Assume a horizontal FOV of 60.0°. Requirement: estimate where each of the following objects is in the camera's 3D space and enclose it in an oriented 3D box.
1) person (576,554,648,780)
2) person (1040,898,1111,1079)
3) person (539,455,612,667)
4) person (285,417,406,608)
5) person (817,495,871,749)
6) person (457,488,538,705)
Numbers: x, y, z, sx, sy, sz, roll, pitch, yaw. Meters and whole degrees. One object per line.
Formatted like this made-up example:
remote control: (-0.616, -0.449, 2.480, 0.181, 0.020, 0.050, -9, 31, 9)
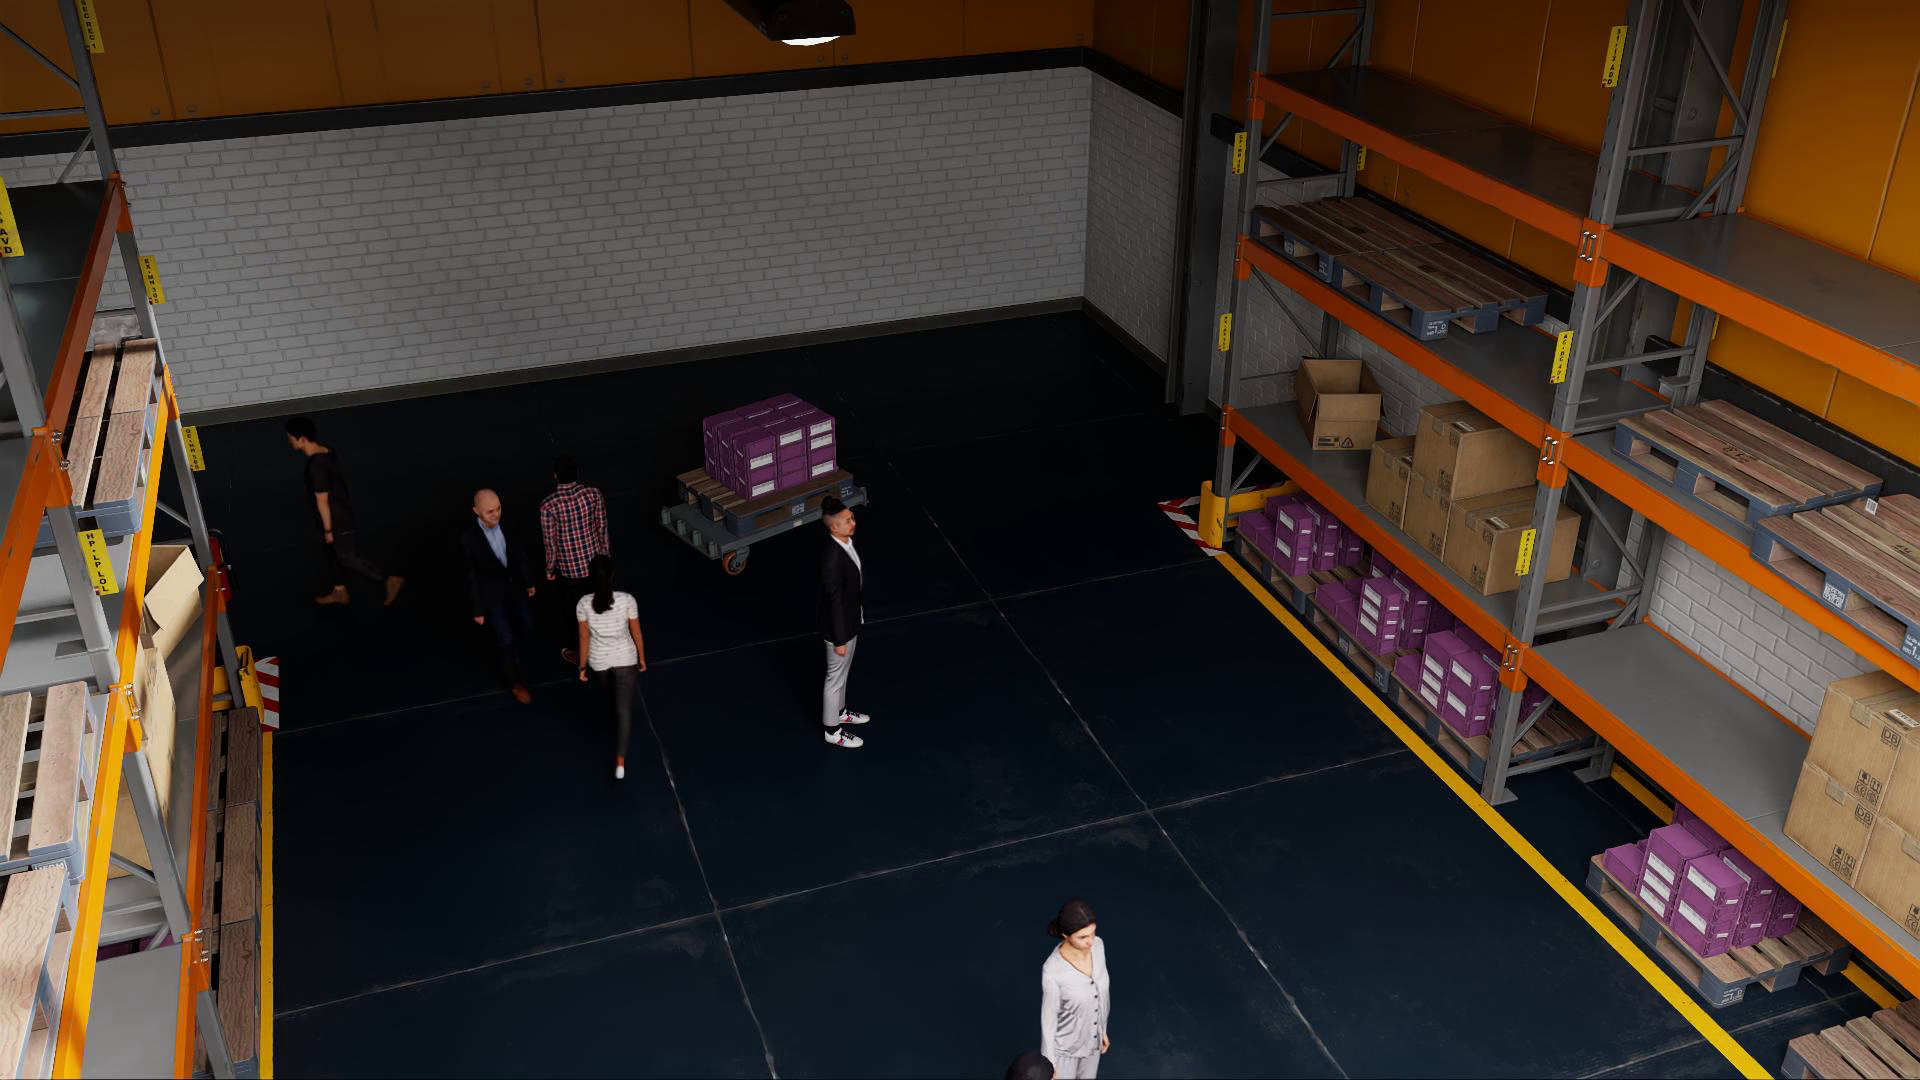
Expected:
person: (-2.380, 0.894, 11.431, 0.820, 1.610, 1.144, -3, 29, -5)
person: (0.551, 2.496, 8.324, 0.660, 1.773, 0.660, -25, 37, -38)
person: (-2.908, 0.144, 12.649, 0.754, 1.760, 0.698, -19, 34, -31)
person: (-4.941, -0.202, 13.367, 0.786, 1.681, 0.960, -7, 29, -13)
person: (-0.847, 0.538, 11.730, 0.857, 1.949, 0.711, 4, 29, 7)
person: (-3.427, 0.357, 12.241, 0.997, 1.777, 0.914, 21, 35, 34)
